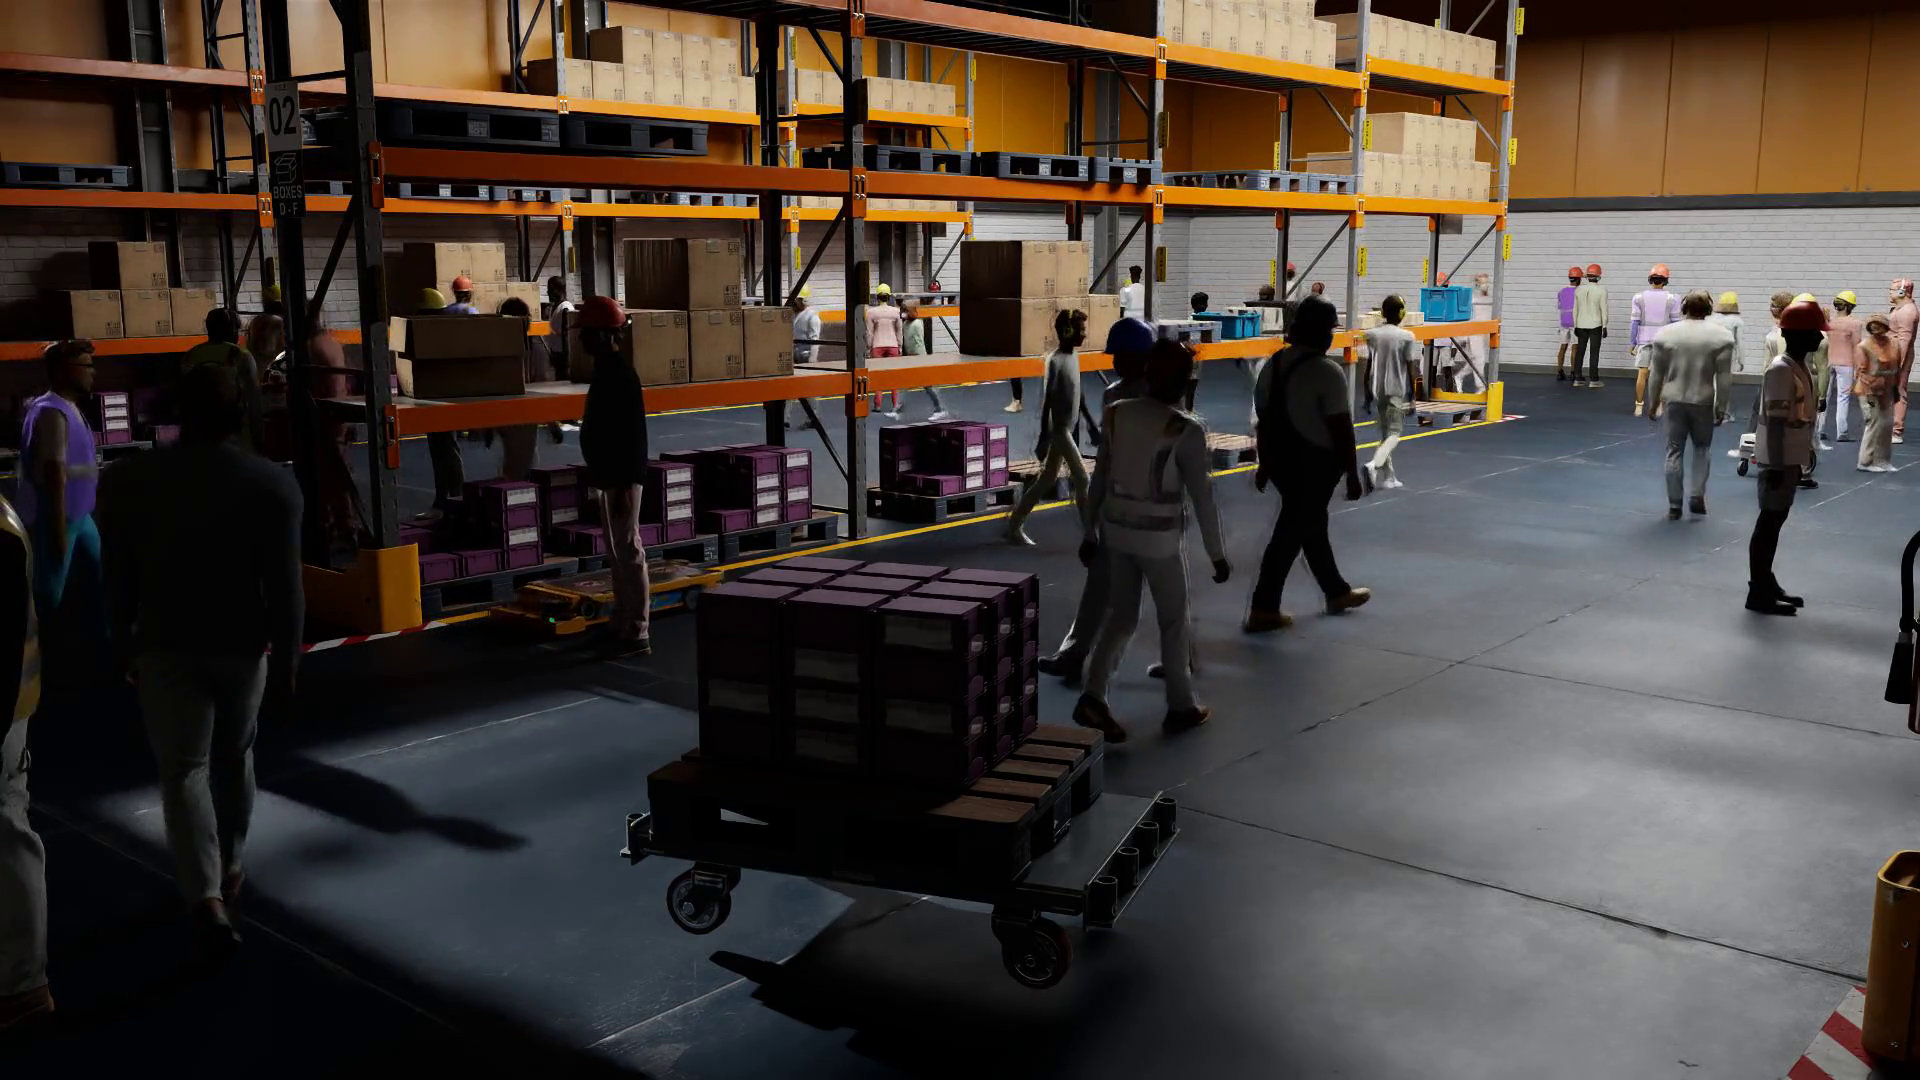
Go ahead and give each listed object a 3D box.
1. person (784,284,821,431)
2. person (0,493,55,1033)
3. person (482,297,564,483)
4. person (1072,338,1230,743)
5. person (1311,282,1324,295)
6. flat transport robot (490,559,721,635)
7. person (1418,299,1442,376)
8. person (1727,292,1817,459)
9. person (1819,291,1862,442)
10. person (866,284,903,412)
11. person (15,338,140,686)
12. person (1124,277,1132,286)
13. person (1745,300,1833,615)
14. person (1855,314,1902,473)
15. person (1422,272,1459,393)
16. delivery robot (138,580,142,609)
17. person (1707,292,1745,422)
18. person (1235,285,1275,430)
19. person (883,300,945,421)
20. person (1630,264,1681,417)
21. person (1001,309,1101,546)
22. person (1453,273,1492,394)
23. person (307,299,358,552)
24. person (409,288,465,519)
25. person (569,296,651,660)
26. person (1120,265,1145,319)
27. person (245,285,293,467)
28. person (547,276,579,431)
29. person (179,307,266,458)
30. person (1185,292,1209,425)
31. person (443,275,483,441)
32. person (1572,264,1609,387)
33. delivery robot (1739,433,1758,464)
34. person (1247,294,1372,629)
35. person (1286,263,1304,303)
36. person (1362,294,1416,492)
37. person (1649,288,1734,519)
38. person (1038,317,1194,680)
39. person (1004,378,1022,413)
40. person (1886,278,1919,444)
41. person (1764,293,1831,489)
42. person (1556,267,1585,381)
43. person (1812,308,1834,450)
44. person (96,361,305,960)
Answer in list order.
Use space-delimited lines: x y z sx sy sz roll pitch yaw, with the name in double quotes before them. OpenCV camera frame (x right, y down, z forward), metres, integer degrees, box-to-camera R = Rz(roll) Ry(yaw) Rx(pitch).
"person" -2.037 -2.222 20.399 0.621 1.809 0.732 8 13 38
"person" -2.888 0.509 4.797 0.623 1.839 0.429 10 14 44
"person" -3.384 -0.872 12.507 0.636 1.903 0.982 8 13 39
"person" 0.873 0.017 7.568 0.909 1.847 0.650 -9 14 -43
"person" 6.411 -3.806 29.922 0.308 1.640 0.510 -7 12 -35
"flat transport robot" -2.101 0.329 10.267 0.652 0.197 1.431 9 13 40
"person" 8.339 -3.712 29.384 0.523 1.639 0.309 4 11 22
"person" 8.690 -1.716 17.580 0.507 1.798 0.929 -5 11 -27
"person" 10.281 -2.026 19.450 0.326 1.760 0.524 -7 12 -33
"person" -1.043 -2.638 22.906 0.524 1.770 0.315 -2 10 -11
"person" -4.579 -0.106 8.363 0.889 1.814 0.600 -3 10 -18
"person" 2.973 -3.766 29.386 0.434 1.742 0.588 5 11 28
"person" 5.149 -0.517 10.344 0.377 1.938 0.547 8 13 37
"person" 9.222 -1.472 16.728 0.553 1.609 0.338 -3 10 -18
"person" 6.582 -2.707 22.844 0.541 1.932 0.382 8 13 38
"delivery robot" -4.405 0.295 9.390 0.477 0.478 0.707 3 11 18
"person" 9.769 -2.327 21.304 0.903 1.701 0.491 -7 12 -35
"person" 3.834 -2.289 20.829 0.838 1.791 0.735 -9 14 -43
"person" -0.585 -2.326 21.637 0.881 1.586 0.536 -6 12 -31
"person" 9.282 -2.658 22.232 0.614 2.042 0.373 5 11 27
"person" 0.752 -0.814 12.434 0.978 1.819 0.500 2 10 14
"person" 7.852 -3.118 25.325 0.650 1.883 0.822 -7 12 -34
"person" -4.802 -0.840 12.353 0.635 1.883 0.681 -2 10 -9
"person" -4.297 -1.098 13.682 0.370 1.927 0.588 -8 13 -40
"person" -1.920 -0.341 9.175 0.394 1.994 0.612 -4 11 -21
"person" 3.037 -3.781 28.869 0.601 1.958 0.375 -3 10 -18
"person" -6.928 -1.643 16.906 0.596 1.875 0.881 6 12 33
"person" -4.892 -2.296 20.549 0.385 1.915 0.591 -5 11 -26
"person" -5.176 -0.725 11.821 0.619 1.838 0.430 3 10 16
"person" 3.036 -2.338 21.402 0.321 1.694 0.529 2 10 11
"person" -5.786 -2.112 19.458 0.589 1.933 0.386 5 11 26
"person" 10.281 -3.491 27.104 0.372 1.997 0.621 -8 13 -37
"delivery robot" 8.080 -0.956 16.509 0.707 0.478 0.477 -6 12 -31
"person" 2.112 -0.499 9.948 1.010 2.000 0.699 -4 11 -24
"person" 5.858 -3.962 29.821 0.623 1.990 0.977 0 10 2
"person" 3.940 -1.346 15.351 0.514 1.845 0.764 9 13 41
"person" 6.089 -1.134 13.919 0.633 1.921 0.530 4 11 22
"person" 0.851 -0.193 8.615 0.909 1.899 0.639 -6 12 -31
"person" 0.742 -2.603 22.900 0.360 1.692 0.548 -5 11 -25
"person" 10.818 -2.064 19.237 0.406 1.911 0.636 6 11 30
"person" 7.861 -1.391 15.619 0.404 1.833 0.590 -8 13 -39
"person" 10.412 -3.658 28.268 0.387 1.929 0.575 -7 12 -34
"person" 9.401 -1.781 18.518 0.730 1.607 0.515 2 10 9
"person" -2.443 0.370 5.424 0.634 1.899 0.970 -4 11 -24
